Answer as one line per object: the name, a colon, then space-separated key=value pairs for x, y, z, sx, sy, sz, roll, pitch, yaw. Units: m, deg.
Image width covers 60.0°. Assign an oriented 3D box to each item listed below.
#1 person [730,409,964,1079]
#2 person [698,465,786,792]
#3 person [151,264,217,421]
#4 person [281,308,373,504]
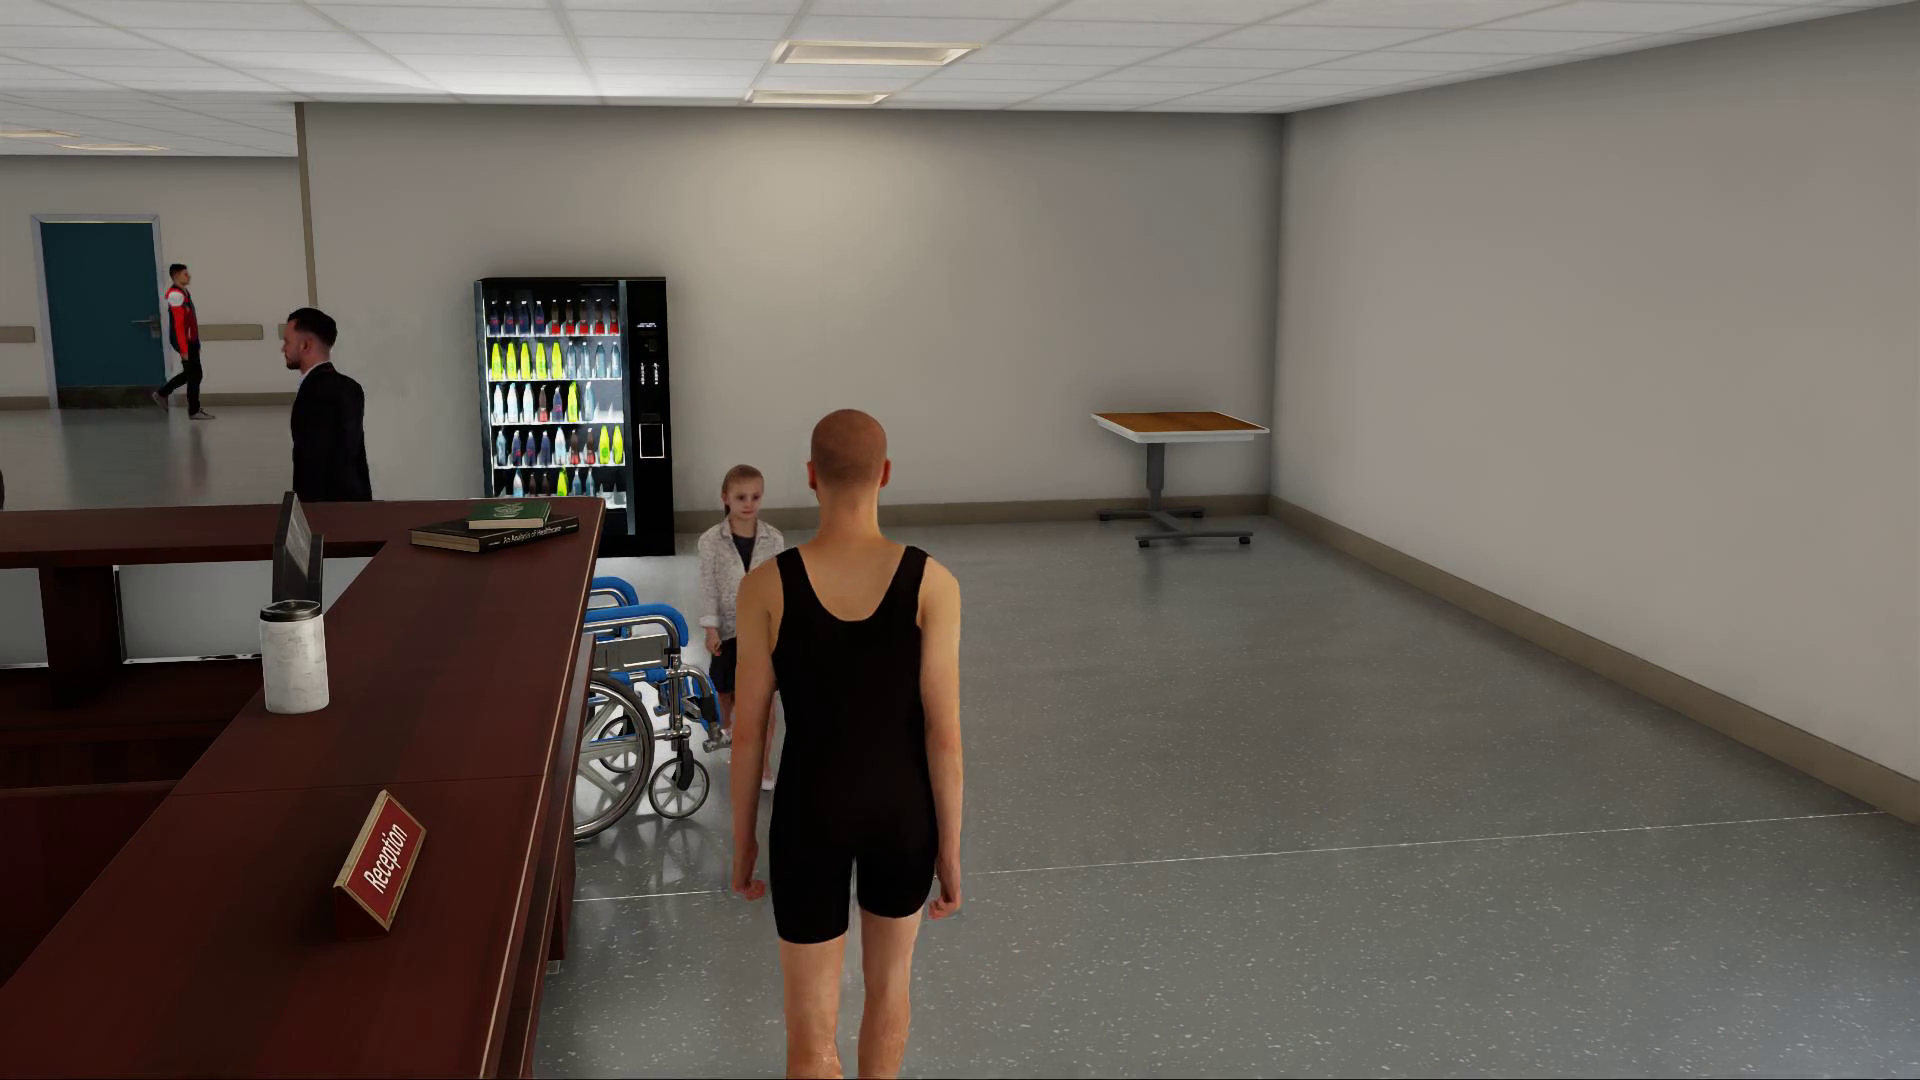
person: x=-0.224 y=0.658 z=3.470 sx=1.051 sy=1.785 sz=0.748 roll=-1 pitch=11 yaw=-7
person: x=-0.869 y=0.331 z=6.576 sx=0.697 sy=1.262 sz=0.561 roll=-2 pitch=11 yaw=-12
person: x=-8.777 y=-2.202 z=18.663 sx=0.920 sy=1.739 sz=0.696 roll=-3 pitch=11 yaw=-16
person: x=-2.658 y=-0.084 z=7.330 sx=1.192 sy=1.804 sz=0.733 roll=-1 pitch=11 yaw=-7
